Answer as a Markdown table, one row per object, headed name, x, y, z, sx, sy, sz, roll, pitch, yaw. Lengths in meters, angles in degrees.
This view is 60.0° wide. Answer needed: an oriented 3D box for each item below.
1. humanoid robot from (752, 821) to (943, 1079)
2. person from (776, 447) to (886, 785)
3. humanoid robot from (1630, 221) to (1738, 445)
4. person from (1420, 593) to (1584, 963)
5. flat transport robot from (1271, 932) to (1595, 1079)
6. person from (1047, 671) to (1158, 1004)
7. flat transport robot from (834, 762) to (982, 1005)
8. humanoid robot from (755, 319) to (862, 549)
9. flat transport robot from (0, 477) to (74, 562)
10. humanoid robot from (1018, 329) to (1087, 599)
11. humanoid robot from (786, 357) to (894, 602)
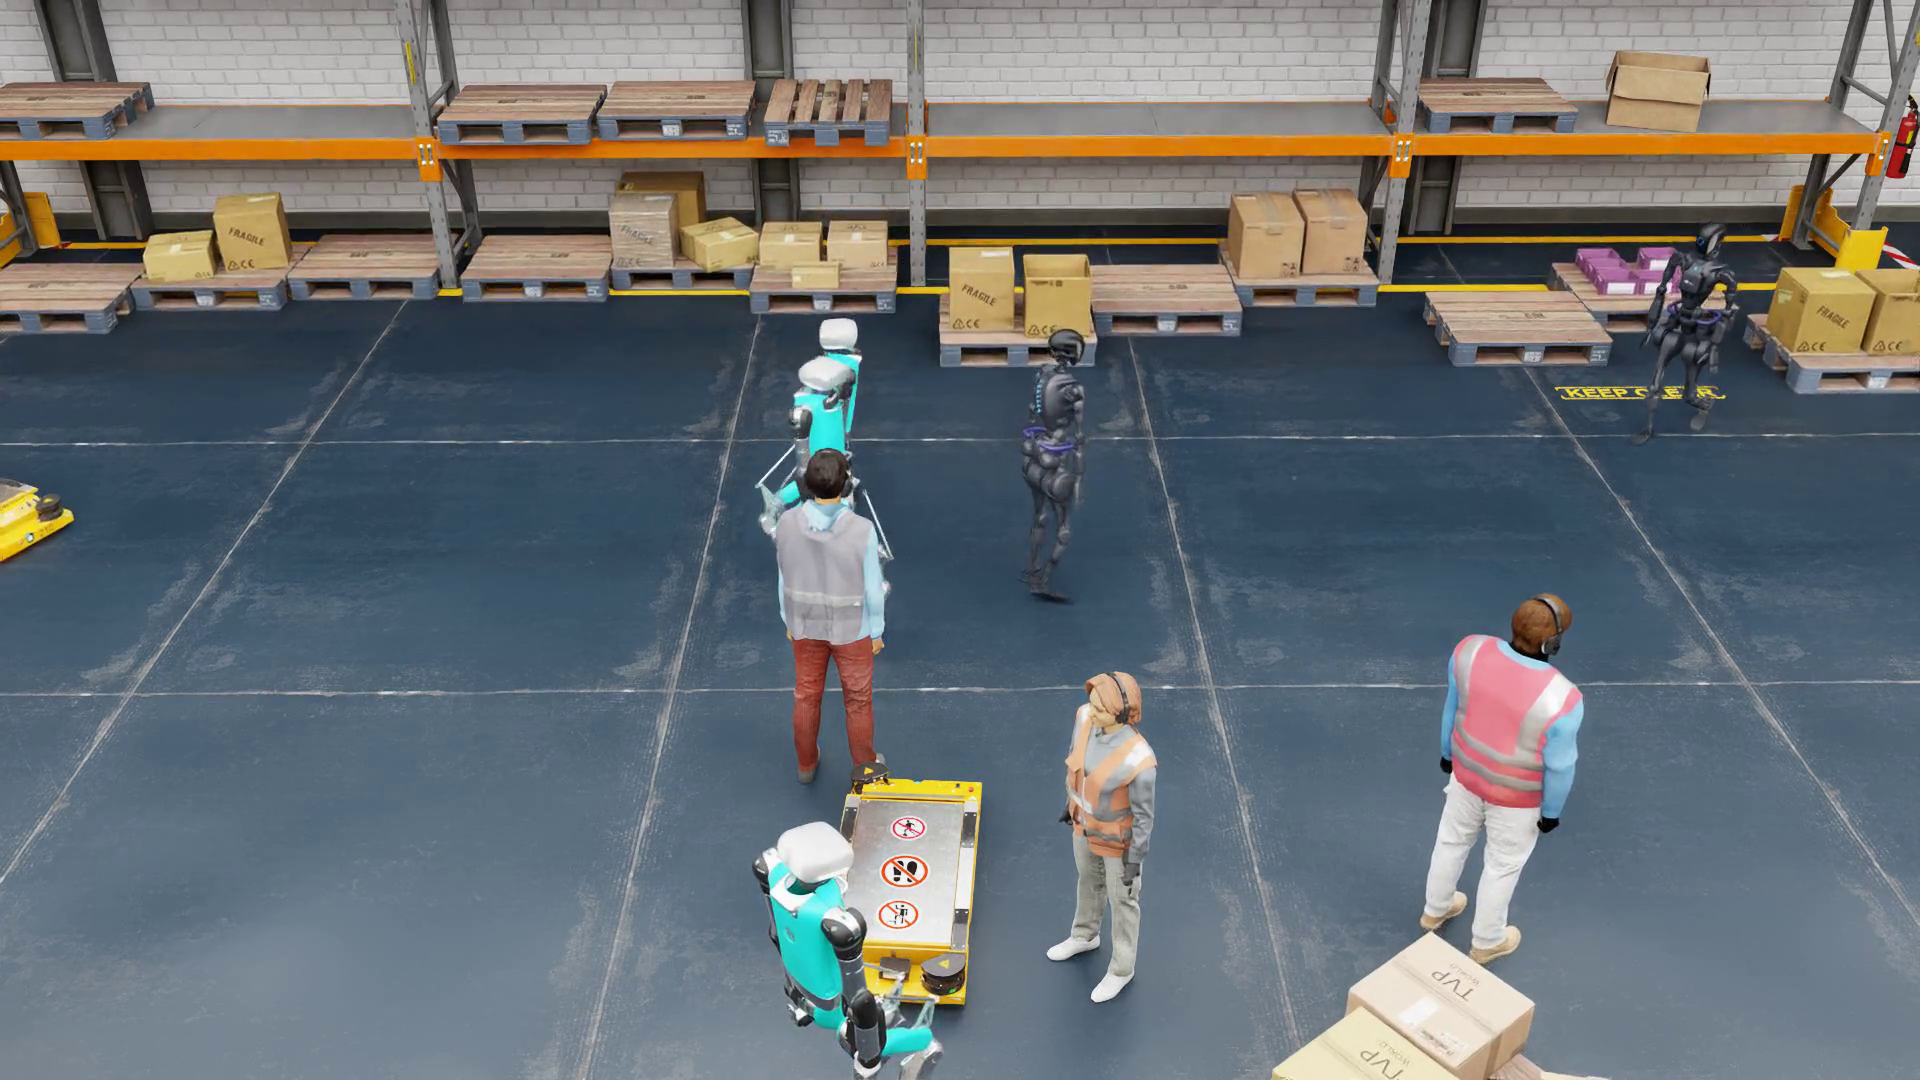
| name | x | y | z | sx | sy | sz | roll | pitch | yaw |
| --- | --- | --- | --- | --- | --- | --- | --- | --- | --- |
| humanoid robot | -0.332 | 1.654 | 6.145 | 0.737 | 1.709 | 0.530 | -25 | 39 | -35 |
| person | -0.635 | 0.426 | 8.152 | 0.535 | 1.870 | 0.417 | 7 | 32 | 12 |
| humanoid robot | 5.061 | -1.450 | 11.482 | 0.691 | 1.629 | 0.599 | -23 | 38 | -33 |
| person | 2.353 | 1.024 | 7.194 | 0.432 | 1.836 | 0.628 | -22 | 38 | -32 |
| flat transport robot | 1.835 | 2.469 | 6.301 | 1.431 | 0.231 | 0.659 | -22 | 38 | -32 |
| person | 0.617 | 1.235 | 7.020 | 0.308 | 1.641 | 0.514 | -18 | 36 | -28 |
| flat transport robot | -0.258 | 1.576 | 7.787 | 0.659 | 0.231 | 1.431 | 2 | 31 | 3 |
| humanoid robot | -0.933 | -0.414 | 9.689 | 0.766 | 1.795 | 0.530 | -5 | 31 | -8 |
| flat transport robot | -6.516 | -0.189 | 10.725 | 1.431 | 0.231 | 0.659 | 13 | 33 | 21 |
| humanoid robot | 0.538 | -0.453 | 9.810 | 0.403 | 1.642 | 0.608 | -15 | 34 | -24 |
| humanoid robot | -0.564 | -0.105 | 9.203 | 0.703 | 1.832 | 0.537 | 13 | 33 | 20 |
